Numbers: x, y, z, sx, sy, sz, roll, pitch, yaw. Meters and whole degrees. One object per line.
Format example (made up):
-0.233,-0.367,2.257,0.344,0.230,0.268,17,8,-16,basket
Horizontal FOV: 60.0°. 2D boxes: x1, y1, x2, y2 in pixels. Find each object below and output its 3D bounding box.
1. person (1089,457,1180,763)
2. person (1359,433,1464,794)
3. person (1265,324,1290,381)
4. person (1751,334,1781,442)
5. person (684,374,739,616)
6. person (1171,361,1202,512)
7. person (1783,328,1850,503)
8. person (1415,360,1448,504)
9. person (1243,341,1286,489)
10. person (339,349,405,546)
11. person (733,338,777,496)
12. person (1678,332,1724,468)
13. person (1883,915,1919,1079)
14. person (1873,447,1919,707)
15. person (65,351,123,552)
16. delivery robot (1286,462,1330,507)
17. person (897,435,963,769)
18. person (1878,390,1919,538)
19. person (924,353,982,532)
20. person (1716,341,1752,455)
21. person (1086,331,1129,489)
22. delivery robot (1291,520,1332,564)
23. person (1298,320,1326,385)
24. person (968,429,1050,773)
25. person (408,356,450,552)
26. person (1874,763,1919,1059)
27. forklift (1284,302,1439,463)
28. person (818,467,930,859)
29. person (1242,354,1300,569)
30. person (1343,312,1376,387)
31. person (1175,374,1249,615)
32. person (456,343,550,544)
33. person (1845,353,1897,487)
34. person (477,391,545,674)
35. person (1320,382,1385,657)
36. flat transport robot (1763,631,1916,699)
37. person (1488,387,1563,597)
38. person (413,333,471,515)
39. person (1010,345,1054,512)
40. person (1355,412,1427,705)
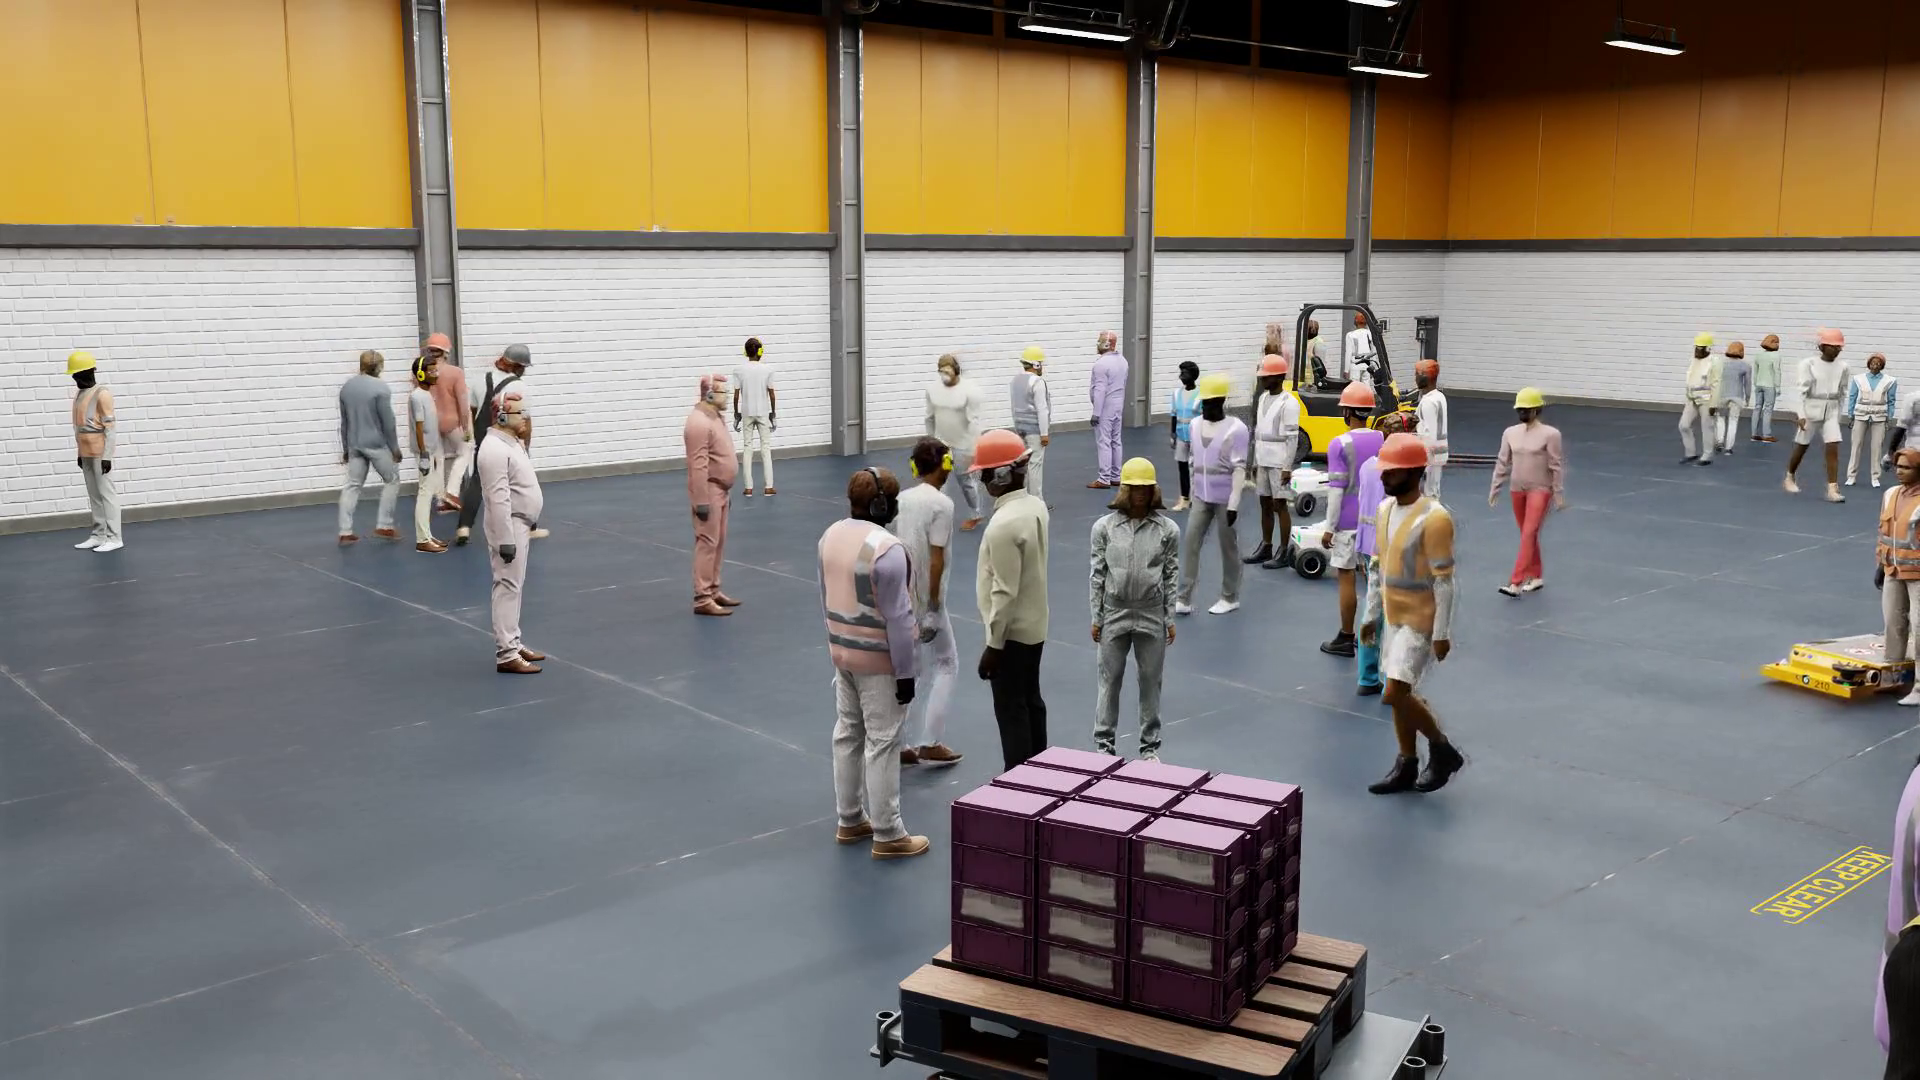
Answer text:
0.939,0.422,8.978,0.486,1.746,0.290,0,10,0,person
2.303,0.402,8.595,0.455,1.924,0.556,-3,10,-15,person
4.502,-2.160,23.814,0.976,1.859,0.655,0,10,-1,person
12.254,-2.302,25.250,0.278,1.633,0.497,-3,10,-18,person
-1.940,-0.359,13.124,0.397,1.899,0.653,1,10,7,person
2.527,-1.114,18.151,0.328,1.687,0.538,-9,13,-44,person
9.988,-1.468,19.352,0.624,1.998,1.058,0,10,3,person
4.265,-0.705,15.181,0.358,1.881,0.574,4,10,22,person
3.720,-1.508,20.144,0.533,1.803,0.962,9,13,44,person
-5.754,-0.893,16.204,0.668,1.900,0.656,5,11,27,person
-2.413,-1.435,19.537,0.521,1.856,0.336,0,10,-2,person
9.823,-1.850,22.077,0.548,1.811,0.619,-3,10,-16,person
2.122,1.351,3.255,0.634,1.842,0.429,0,10,0,person
5.981,0.225,10.484,0.318,1.630,0.511,-2,10,-11,person
-8.273,-0.842,15.877,0.585,1.917,0.379,7,12,37,person
3.783,-0.611,18.235,0.707,0.478,0.477,-8,12,-37,delivery robot
-0.231,0.348,9.157,0.552,1.830,0.535,-8,13,-41,person
9.092,-0.802,15.676,0.610,1.916,0.990,-3,10,-15,person
-0.047,-0.954,16.700,0.654,1.878,1.013,4,11,24,person
10.986,-2.025,23.689,0.527,1.612,0.479,6,11,30,person
1.771,-1.576,20.205,0.409,1.906,0.651,7,12,34,person
3.293,-0.001,14.662,0.707,0.478,0.477,0,10,1,delivery robot
5.362,-2.457,25.553,0.429,1.844,0.627,-2,10,-13,person
0.238,0.448,8.123,0.394,1.985,0.608,3,10,20,person
-5.081,-0.817,15.873,0.311,1.869,0.534,-2,10,-11,person
2.297,1.158,3.796,0.373,2.043,0.615,5,11,29,person
5.320,-2.157,22.763,2.313,2.155,1.214,3,10,16,forklift
-0.402,0.571,7.827,0.429,1.844,0.625,-8,12,-38,person
2.817,-0.709,15.041,0.359,1.935,0.550,-5,11,-25,person
6.668,-2.854,27.763,0.574,1.882,0.356,-3,10,-17,person
1.900,-0.323,12.885,0.857,1.893,0.618,-9,13,-42,person
-4.544,-0.977,16.303,0.754,2.000,0.930,4,11,23,person
11.132,-1.465,20.343,0.513,1.638,0.307,5,11,29,person
-3.035,-0.055,11.300,0.407,1.908,0.641,-1,10,-9,person
2.777,-0.142,11.715,0.543,1.939,0.370,-5,11,-25,person
6.104,0.810,11.016,1.431,0.197,0.652,-4,11,-24,flat transport robot
4.649,-0.390,13.758,0.861,1.723,0.545,-7,12,-37,person
-5.624,-1.260,18.119,0.642,1.982,0.435,1,10,8,person
0.802,-1.227,18.365,0.403,1.836,0.588,-6,12,-32,person
2.706,0.115,10.476,0.381,1.845,0.570,-4,10,-22,person
